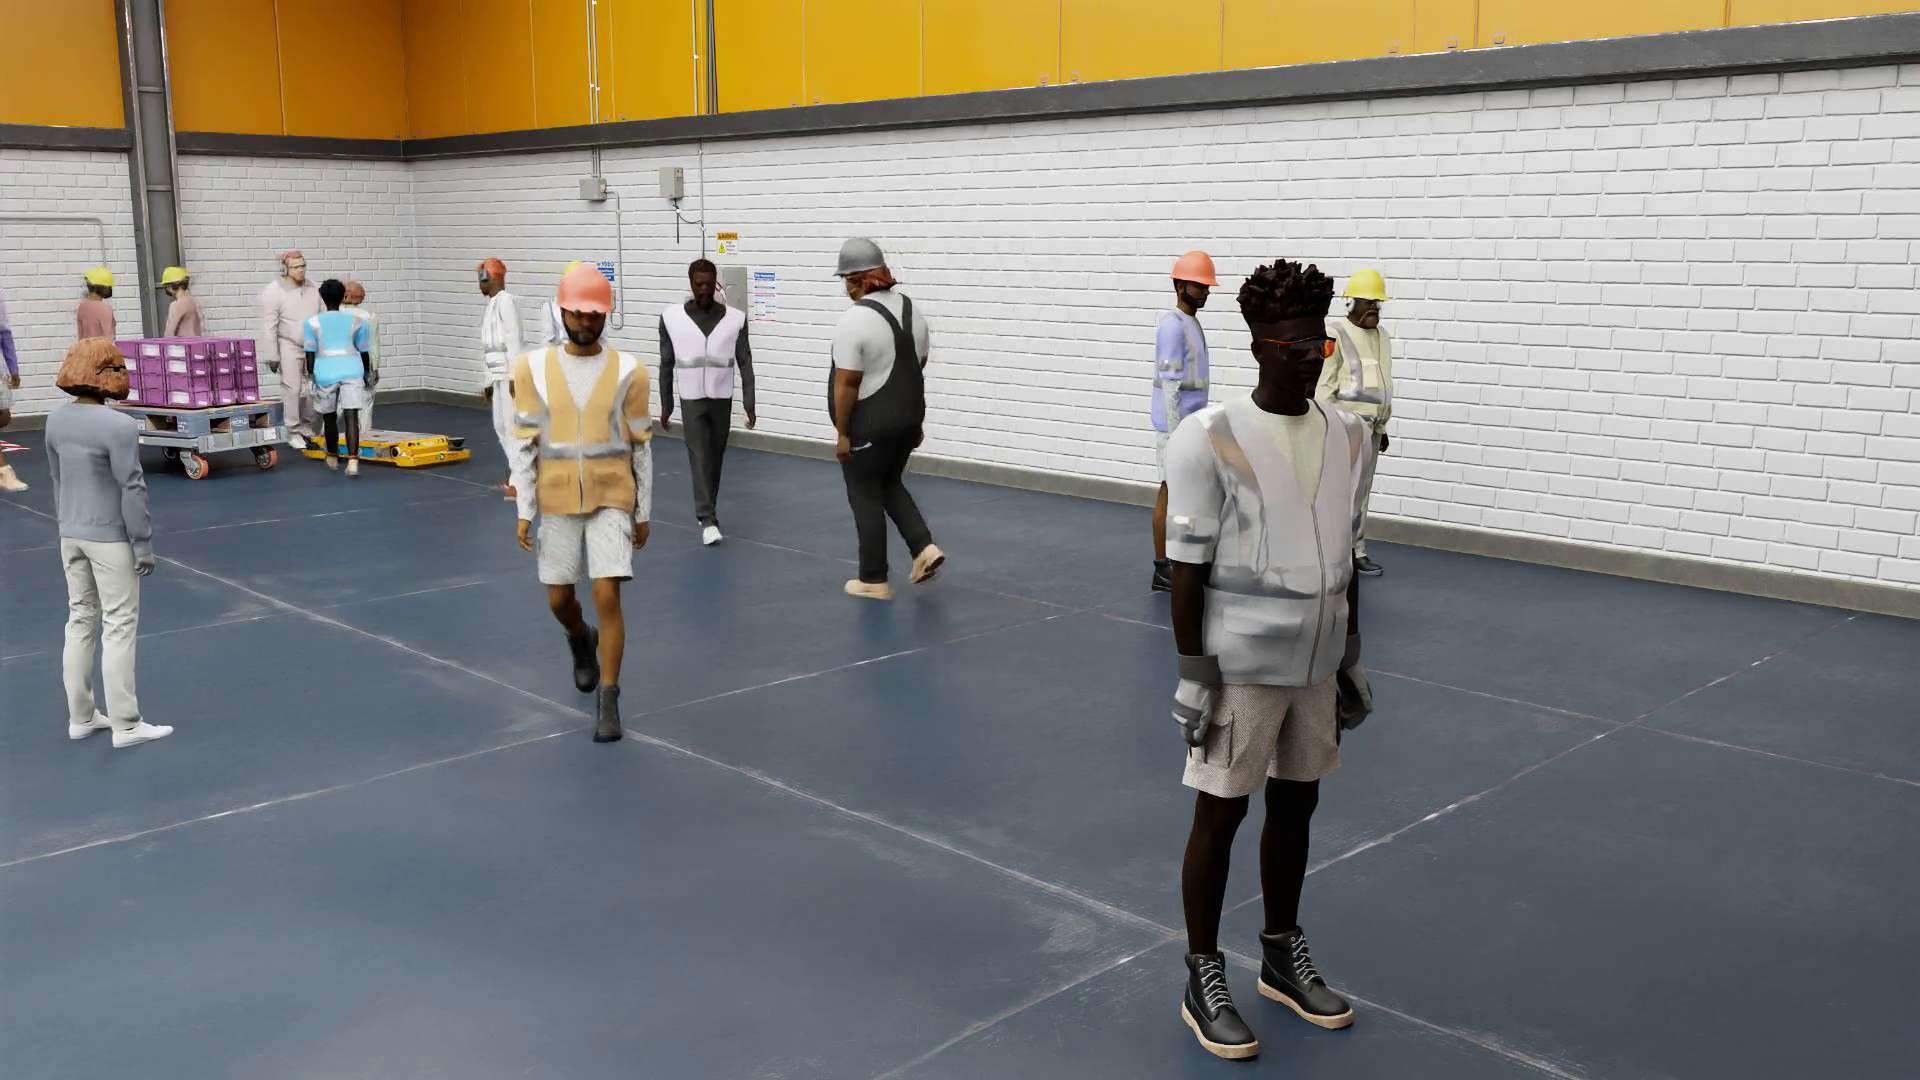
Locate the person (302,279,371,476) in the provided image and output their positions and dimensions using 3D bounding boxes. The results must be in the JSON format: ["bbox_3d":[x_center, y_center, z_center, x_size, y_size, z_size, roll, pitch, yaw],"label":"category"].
[{"bbox_3d":[-5.264,-1.377,14.101,0.543,1.645,0.871,-5,11,-24],"label":"person"}]

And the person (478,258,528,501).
[{"bbox_3d":[-3.495,-1.241,12.845,0.343,1.856,0.664,-5,12,-27],"label":"person"}]

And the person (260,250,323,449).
[{"bbox_3d":[-6.266,-1.796,15.749,0.400,1.885,0.681,7,12,32],"label":"person"}]

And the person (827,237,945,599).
[{"bbox_3d":[-0.483,-0.675,9.224,0.563,2.000,0.705,8,13,37],"label":"person"}]

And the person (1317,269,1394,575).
[{"bbox_3d":[2.335,-0.674,9.797,0.599,1.827,0.403,-8,13,-39],"label":"person"}]

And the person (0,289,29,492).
[{"bbox_3d":[-7.808,-1.357,13.099,0.750,1.994,0.647,4,11,22],"label":"person"}]

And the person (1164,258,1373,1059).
[{"bbox_3d":[0.780,0.291,4.161,0.608,1.965,0.363,-6,12,-29],"label":"person"}]

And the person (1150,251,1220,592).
[{"bbox_3d":[1.284,-0.669,9.485,0.376,1.934,0.546,4,11,20],"label":"person"}]

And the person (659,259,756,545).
[{"bbox_3d":[-1.679,-0.933,11.110,0.611,1.865,0.999,-4,11,-19],"label":"person"}]

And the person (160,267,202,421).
[{"bbox_3d":[-7.617,-1.840,16.493,0.889,1.730,0.524,-2,11,-12],"label":"person"}]

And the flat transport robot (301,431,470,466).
[{"bbox_3d":[-5.170,-0.838,14.943,1.431,0.197,0.652,6,12,29],"label":"flat transport robot"}]

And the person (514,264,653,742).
[{"bbox_3d":[-1.538,-0.176,6.857,0.560,1.914,0.754,-1,10,-7],"label":"person"}]

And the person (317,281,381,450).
[{"bbox_3d":[-5.564,-1.542,15.123,0.547,1.612,0.637,1,10,3],"label":"person"}]

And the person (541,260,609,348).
[{"bbox_3d":[-3.408,-1.569,14.722,0.604,1.814,0.649,-5,11,-25],"label":"person"}]

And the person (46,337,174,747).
[{"bbox_3d":[-3.417,0.009,6.639,0.497,1.626,0.288,5,12,26],"label":"person"}]

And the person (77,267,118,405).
[{"bbox_3d":[-7.966,-1.637,15.277,0.532,1.738,0.663,8,13,36],"label":"person"}]
